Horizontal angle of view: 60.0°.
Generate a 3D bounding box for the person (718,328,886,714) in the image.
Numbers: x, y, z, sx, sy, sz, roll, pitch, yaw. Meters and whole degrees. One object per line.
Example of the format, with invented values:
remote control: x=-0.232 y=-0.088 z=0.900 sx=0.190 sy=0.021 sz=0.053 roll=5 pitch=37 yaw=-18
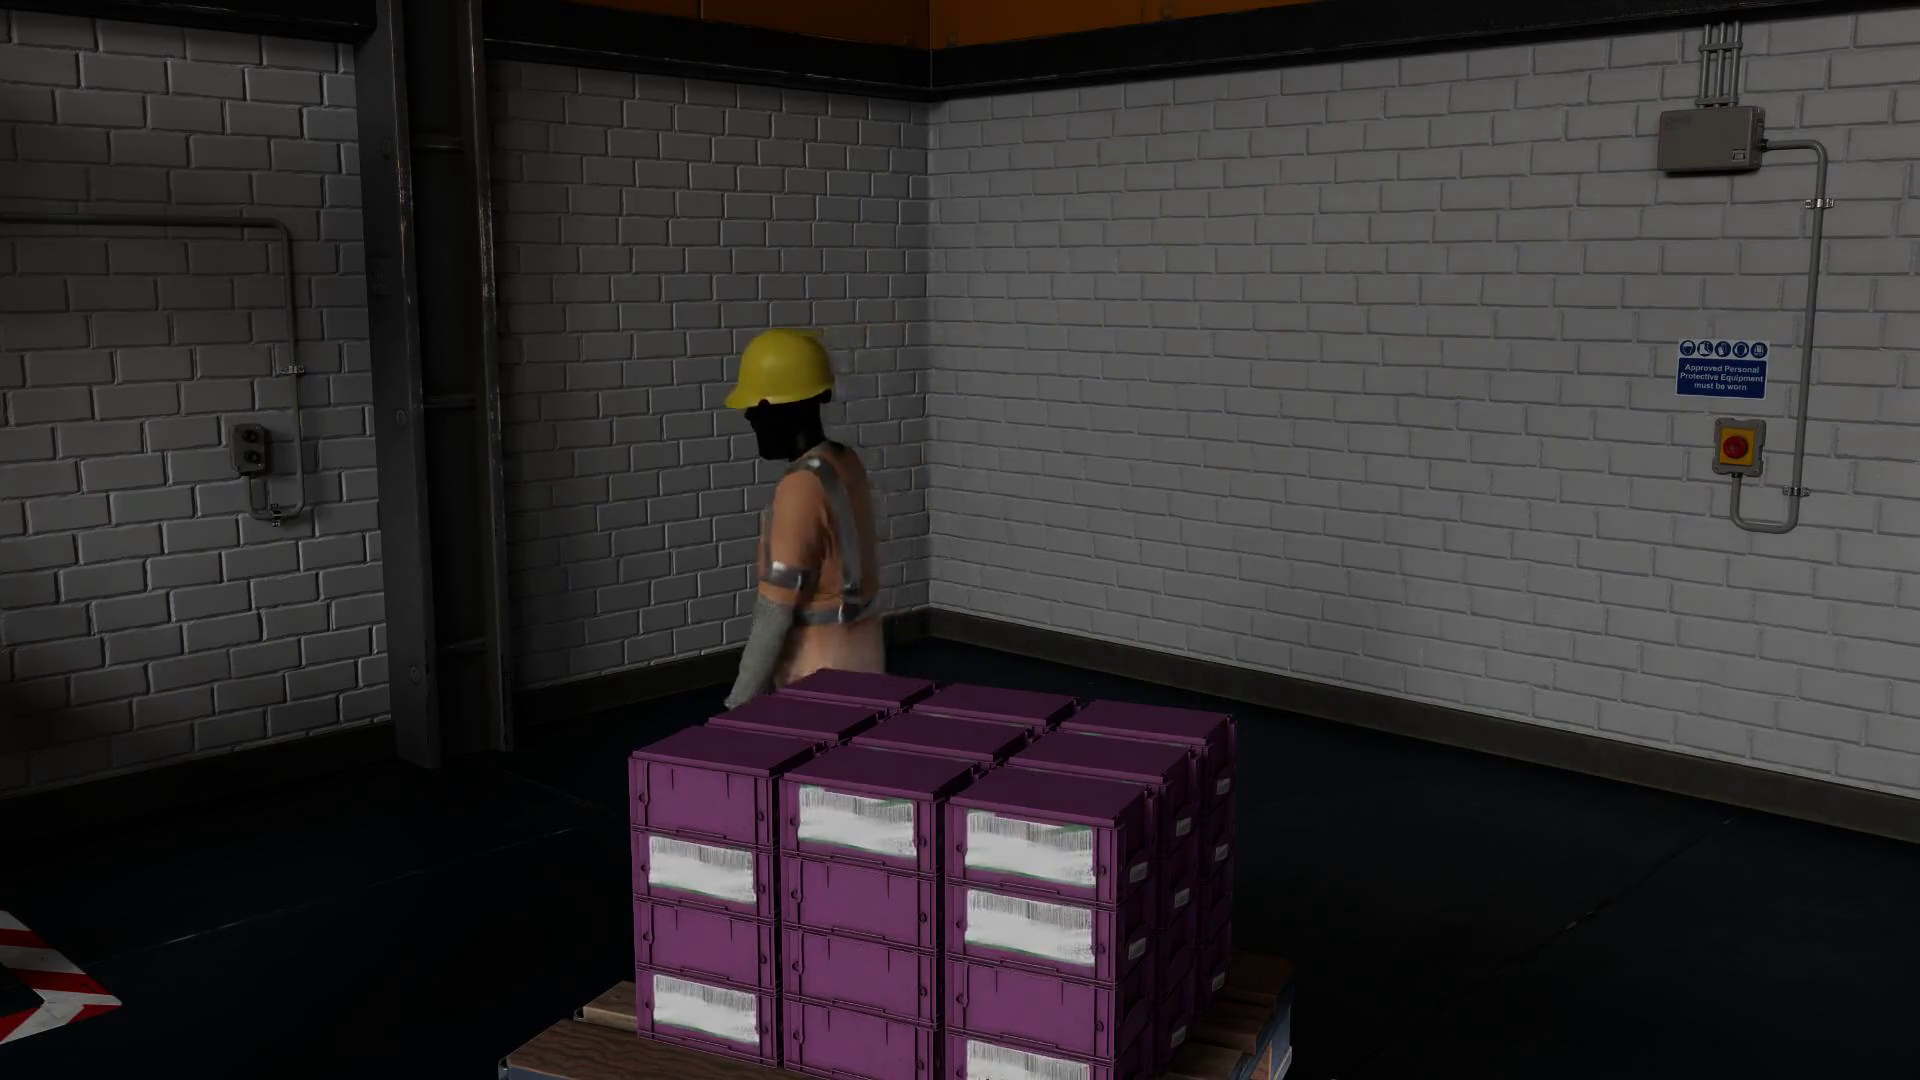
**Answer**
person: x=-0.348 y=0.363 z=4.530 sx=0.942 sy=1.879 sz=0.582 roll=0 pitch=9 yaw=0
